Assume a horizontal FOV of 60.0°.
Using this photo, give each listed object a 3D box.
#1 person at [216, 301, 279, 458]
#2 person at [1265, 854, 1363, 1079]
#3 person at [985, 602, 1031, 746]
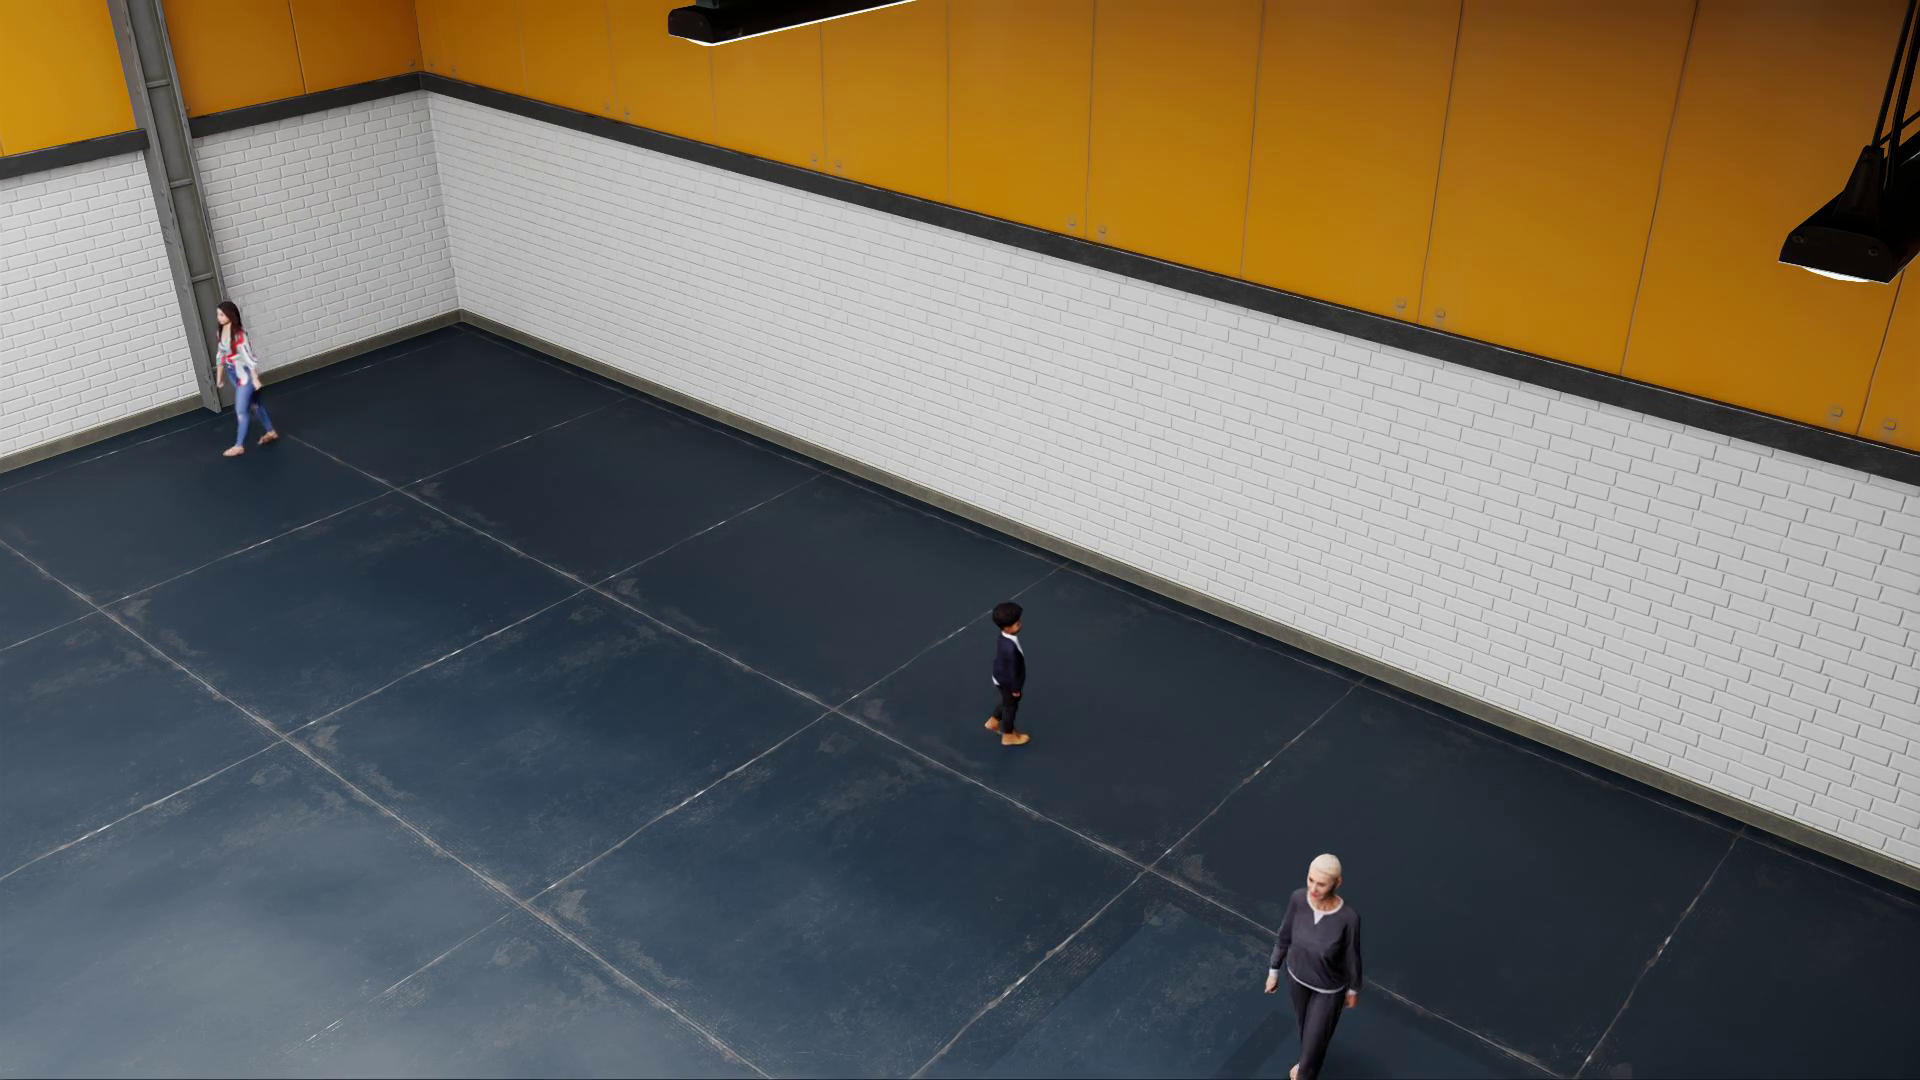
[{"bbox_3d":[-7.290,-1.702,17.064,0.684,1.589,0.944,17,33,28],"label":"person"},{"bbox_3d":[2.051,2.421,9.387,0.645,1.702,0.873,22,35,34],"label":"person"},{"bbox_3d":[0.317,1.005,12.486,0.693,1.219,0.635,-4,29,-8],"label":"person"}]
